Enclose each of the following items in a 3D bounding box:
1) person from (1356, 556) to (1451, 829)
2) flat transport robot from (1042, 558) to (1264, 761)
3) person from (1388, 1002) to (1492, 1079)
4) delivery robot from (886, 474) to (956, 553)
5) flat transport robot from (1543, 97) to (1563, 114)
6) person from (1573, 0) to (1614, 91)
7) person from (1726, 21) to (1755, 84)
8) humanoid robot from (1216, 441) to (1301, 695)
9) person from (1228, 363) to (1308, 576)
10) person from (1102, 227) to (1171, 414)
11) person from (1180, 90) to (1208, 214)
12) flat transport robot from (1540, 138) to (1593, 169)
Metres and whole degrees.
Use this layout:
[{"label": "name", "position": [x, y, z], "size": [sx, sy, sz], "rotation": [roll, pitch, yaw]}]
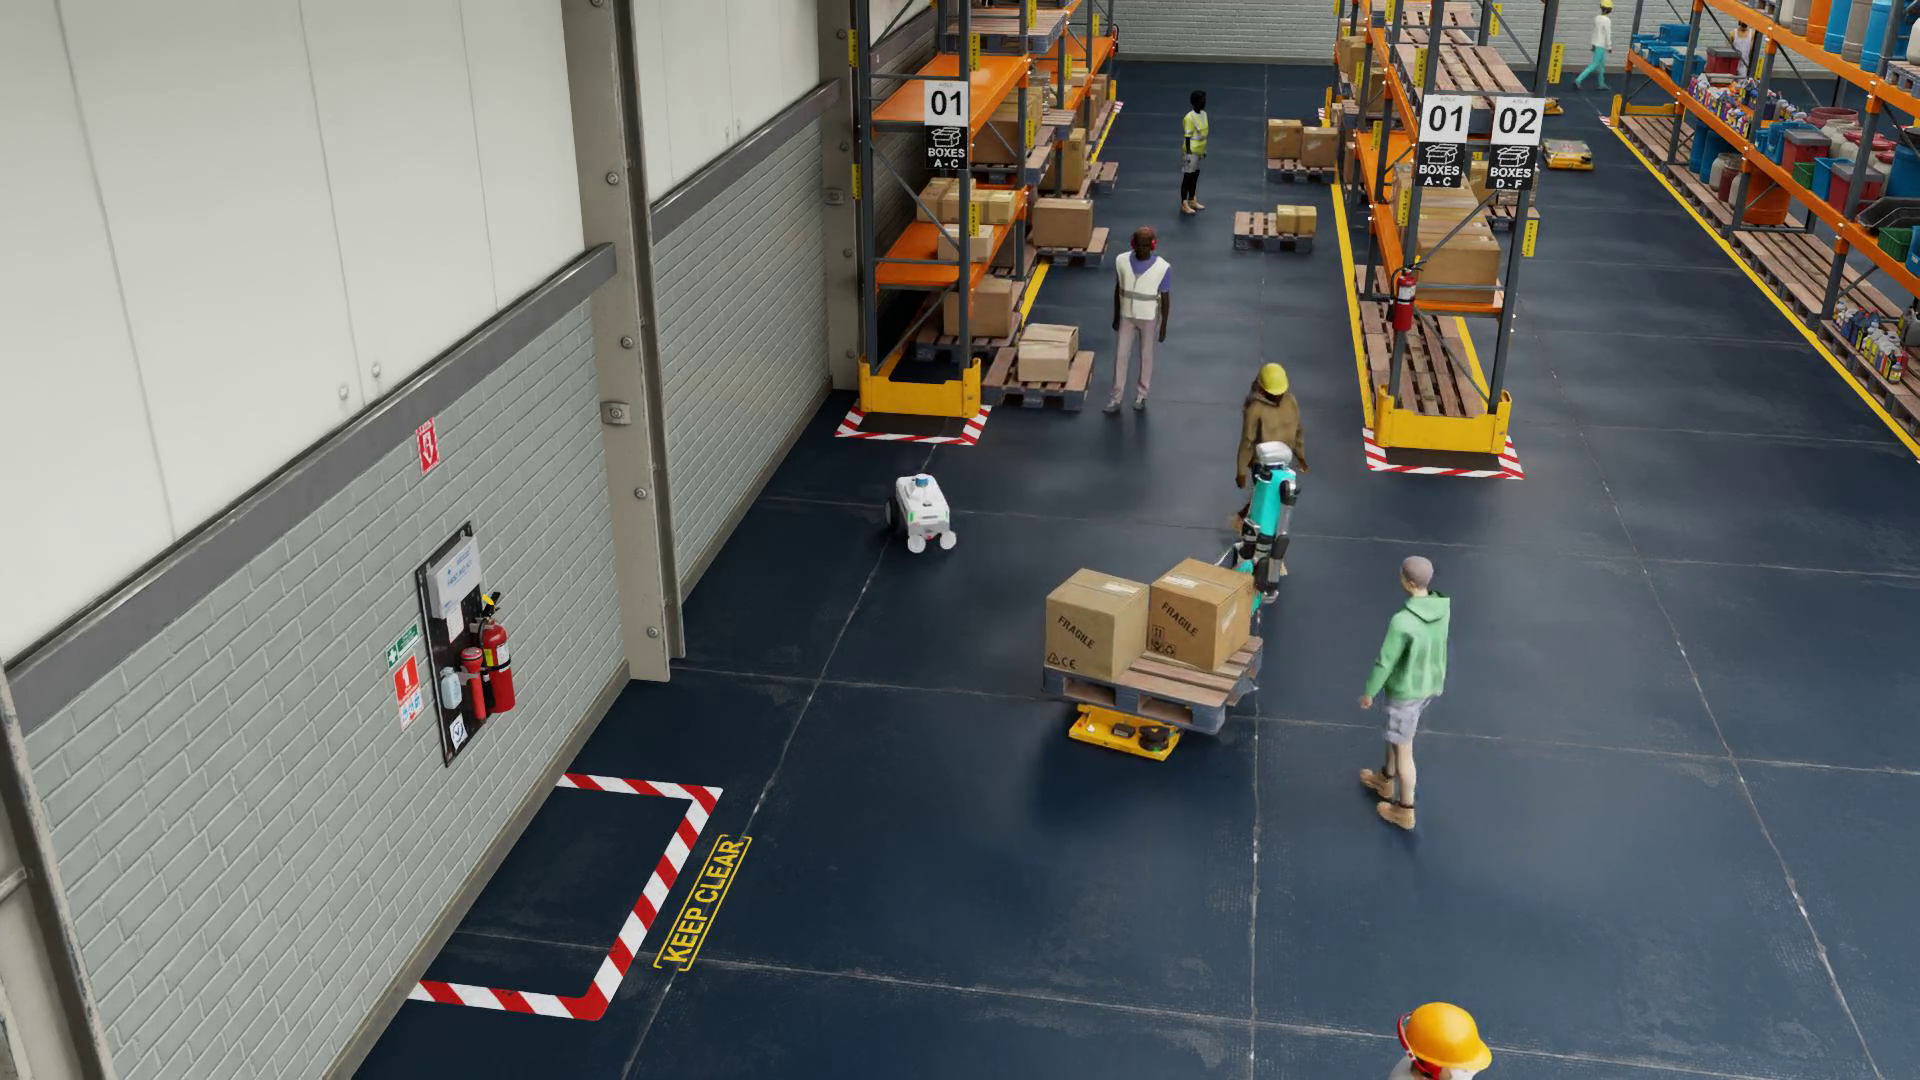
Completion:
[{"label": "person", "position": [2.542, 0.853, 9.806], "size": [0.508, 1.721, 0.681], "rotation": [-18, 30, -33]}, {"label": "flat transport robot", "position": [1.310, 1.009, 11.199], "size": [0.659, 0.231, 1.431], "rotation": [12, 28, 24]}, {"label": "person", "position": [1.669, 2.474, 6.159], "size": [0.379, 1.890, 0.562], "rotation": [15, 29, 29]}, {"label": "delivery robot", "position": [-0.311, -0.254, 13.579], "size": [0.505, 0.608, 0.780], "rotation": [-5, 25, -10]}, {"label": "flat transport robot", "position": [10.218, -7.929, 30.328], "size": [1.431, 0.231, 0.659], "rotation": [4, 25, 9]}, {"label": "person", "position": [12.273, -9.527, 32.002], "size": [0.801, 1.737, 0.519], "rotation": [-1, 25, -1]}, {"label": "person", "position": [13.806, -8.441, 29.567], "size": [0.525, 1.850, 0.451], "rotation": [5, 25, 10]}, {"label": "humanoid robot", "position": [1.827, 0.245, 11.154], "size": [0.786, 1.820, 0.569], "rotation": [-8, 26, -17]}, {"label": "person", "position": [2.378, -0.632, 13.011], "size": [0.589, 1.719, 0.798], "rotation": [-15, 29, -28]}, {"label": "person", "position": [1.685, -2.072, 15.951], "size": [0.596, 1.819, 0.742], "rotation": [11, 27, 23]}, {"label": "person", "position": [3.294, -5.447, 23.324], "size": [0.318, 1.699, 0.534], "rotation": [16, 29, 31]}, {"label": "flat transport robot", "position": [9.681, -6.168, 26.559], "size": [0.659, 0.231, 1.431], "rotation": [5, 26, 11]}]
